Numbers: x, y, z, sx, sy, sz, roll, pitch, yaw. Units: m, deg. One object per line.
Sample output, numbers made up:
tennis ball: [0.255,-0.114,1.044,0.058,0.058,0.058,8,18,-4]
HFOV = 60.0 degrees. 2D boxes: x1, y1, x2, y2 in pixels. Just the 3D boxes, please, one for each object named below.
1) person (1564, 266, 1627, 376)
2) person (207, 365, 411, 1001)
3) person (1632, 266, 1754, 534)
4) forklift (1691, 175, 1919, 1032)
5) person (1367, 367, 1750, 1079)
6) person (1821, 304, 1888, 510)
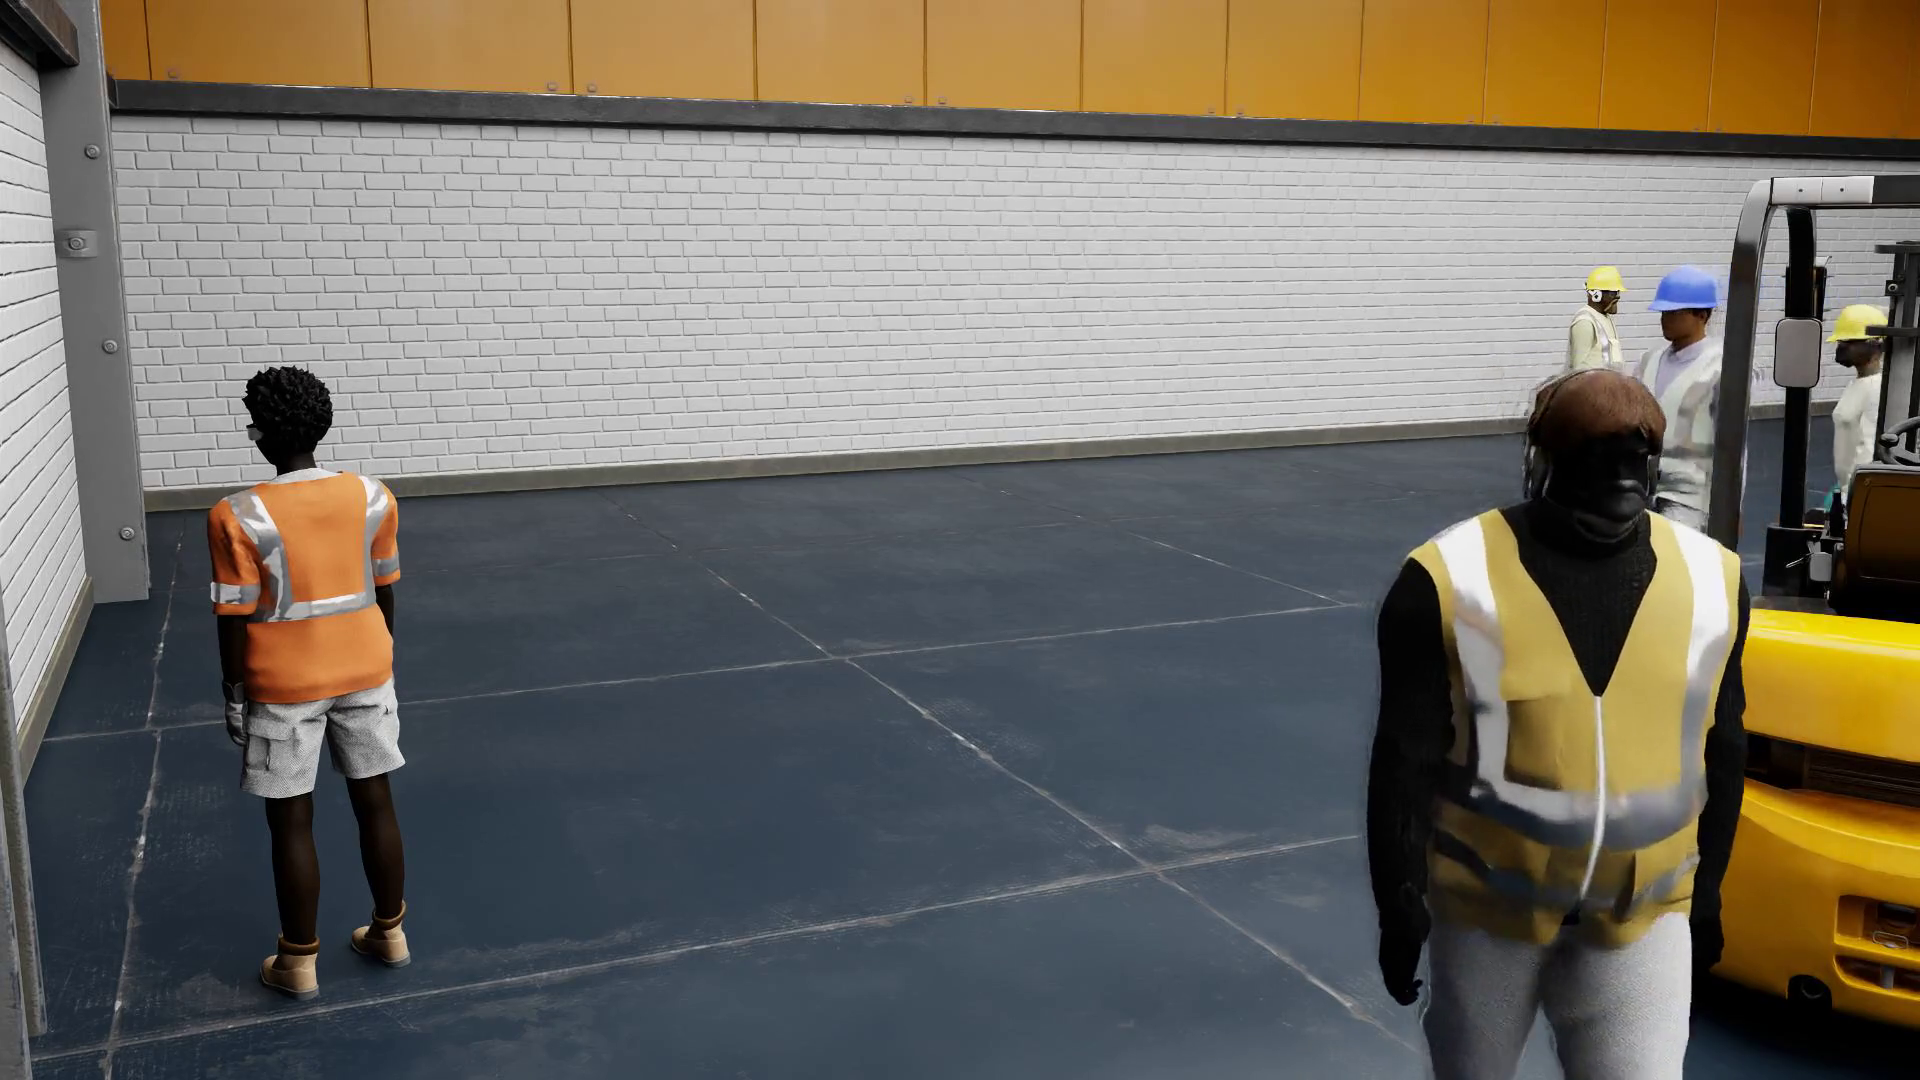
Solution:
person: [4.623,-1.077,12.148,0.403,1.824,0.594,7,12,33]
person: [-1.732,0.382,4.465,0.320,1.694,0.531,9,14,41]
person: [2.941,-0.192,7.041,0.863,1.905,0.613,-3,11,-14]
forklift: [2.810,0.094,4.662,1.214,2.155,2.313,7,12,34]
person: [1.012,0.634,2.753,0.655,1.803,0.900,1,10,5]
person: [4.261,-0.236,7.767,0.881,1.724,0.519,2,10,11]
